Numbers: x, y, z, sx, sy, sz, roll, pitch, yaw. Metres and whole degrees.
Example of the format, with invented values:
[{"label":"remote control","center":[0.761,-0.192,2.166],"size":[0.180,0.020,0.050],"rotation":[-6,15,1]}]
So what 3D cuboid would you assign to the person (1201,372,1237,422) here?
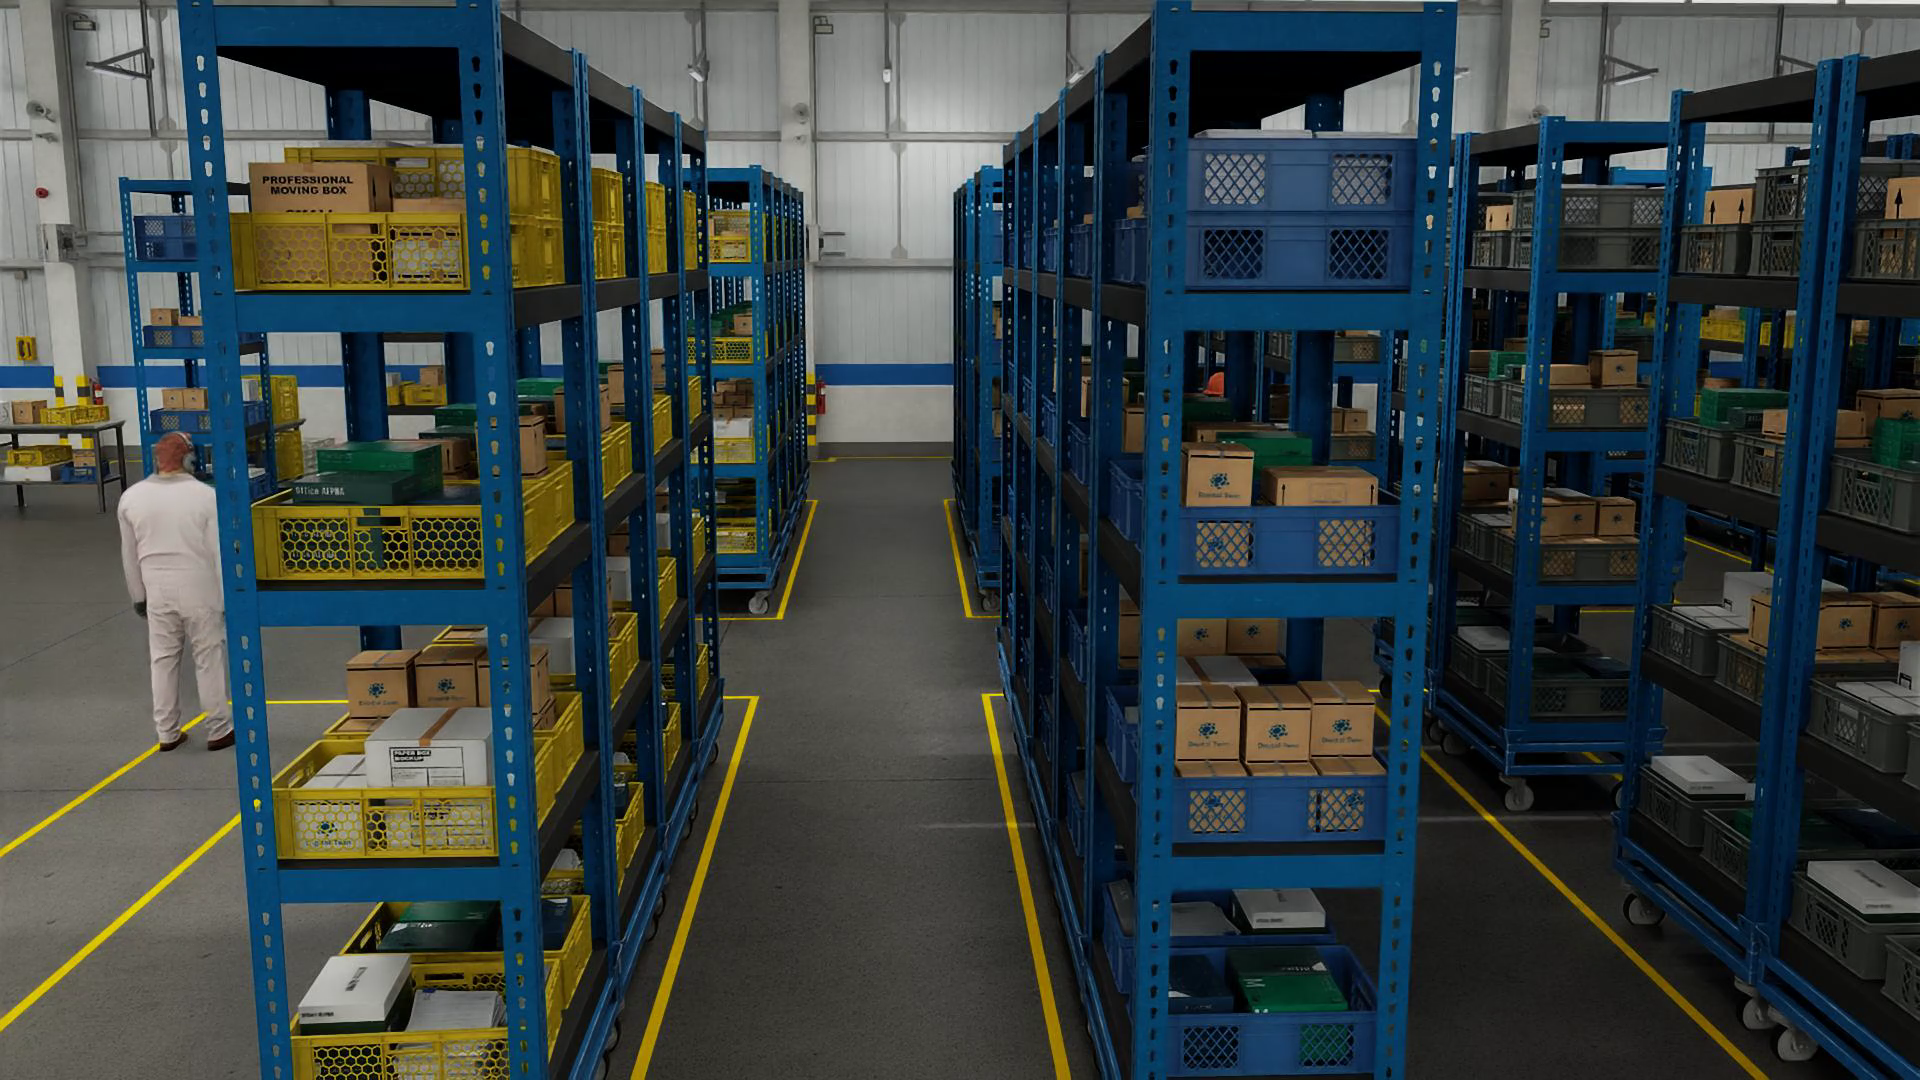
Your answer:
[{"label":"person","center":[2.076,-0.335,13.219],"size":[0.394,1.992,0.622],"rotation":[1,10,4]}]

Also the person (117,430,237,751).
[{"label":"person","center":[-4.577,0.303,9.842],"size":[0.652,1.906,0.403],"rotation":[0,10,2]}]
